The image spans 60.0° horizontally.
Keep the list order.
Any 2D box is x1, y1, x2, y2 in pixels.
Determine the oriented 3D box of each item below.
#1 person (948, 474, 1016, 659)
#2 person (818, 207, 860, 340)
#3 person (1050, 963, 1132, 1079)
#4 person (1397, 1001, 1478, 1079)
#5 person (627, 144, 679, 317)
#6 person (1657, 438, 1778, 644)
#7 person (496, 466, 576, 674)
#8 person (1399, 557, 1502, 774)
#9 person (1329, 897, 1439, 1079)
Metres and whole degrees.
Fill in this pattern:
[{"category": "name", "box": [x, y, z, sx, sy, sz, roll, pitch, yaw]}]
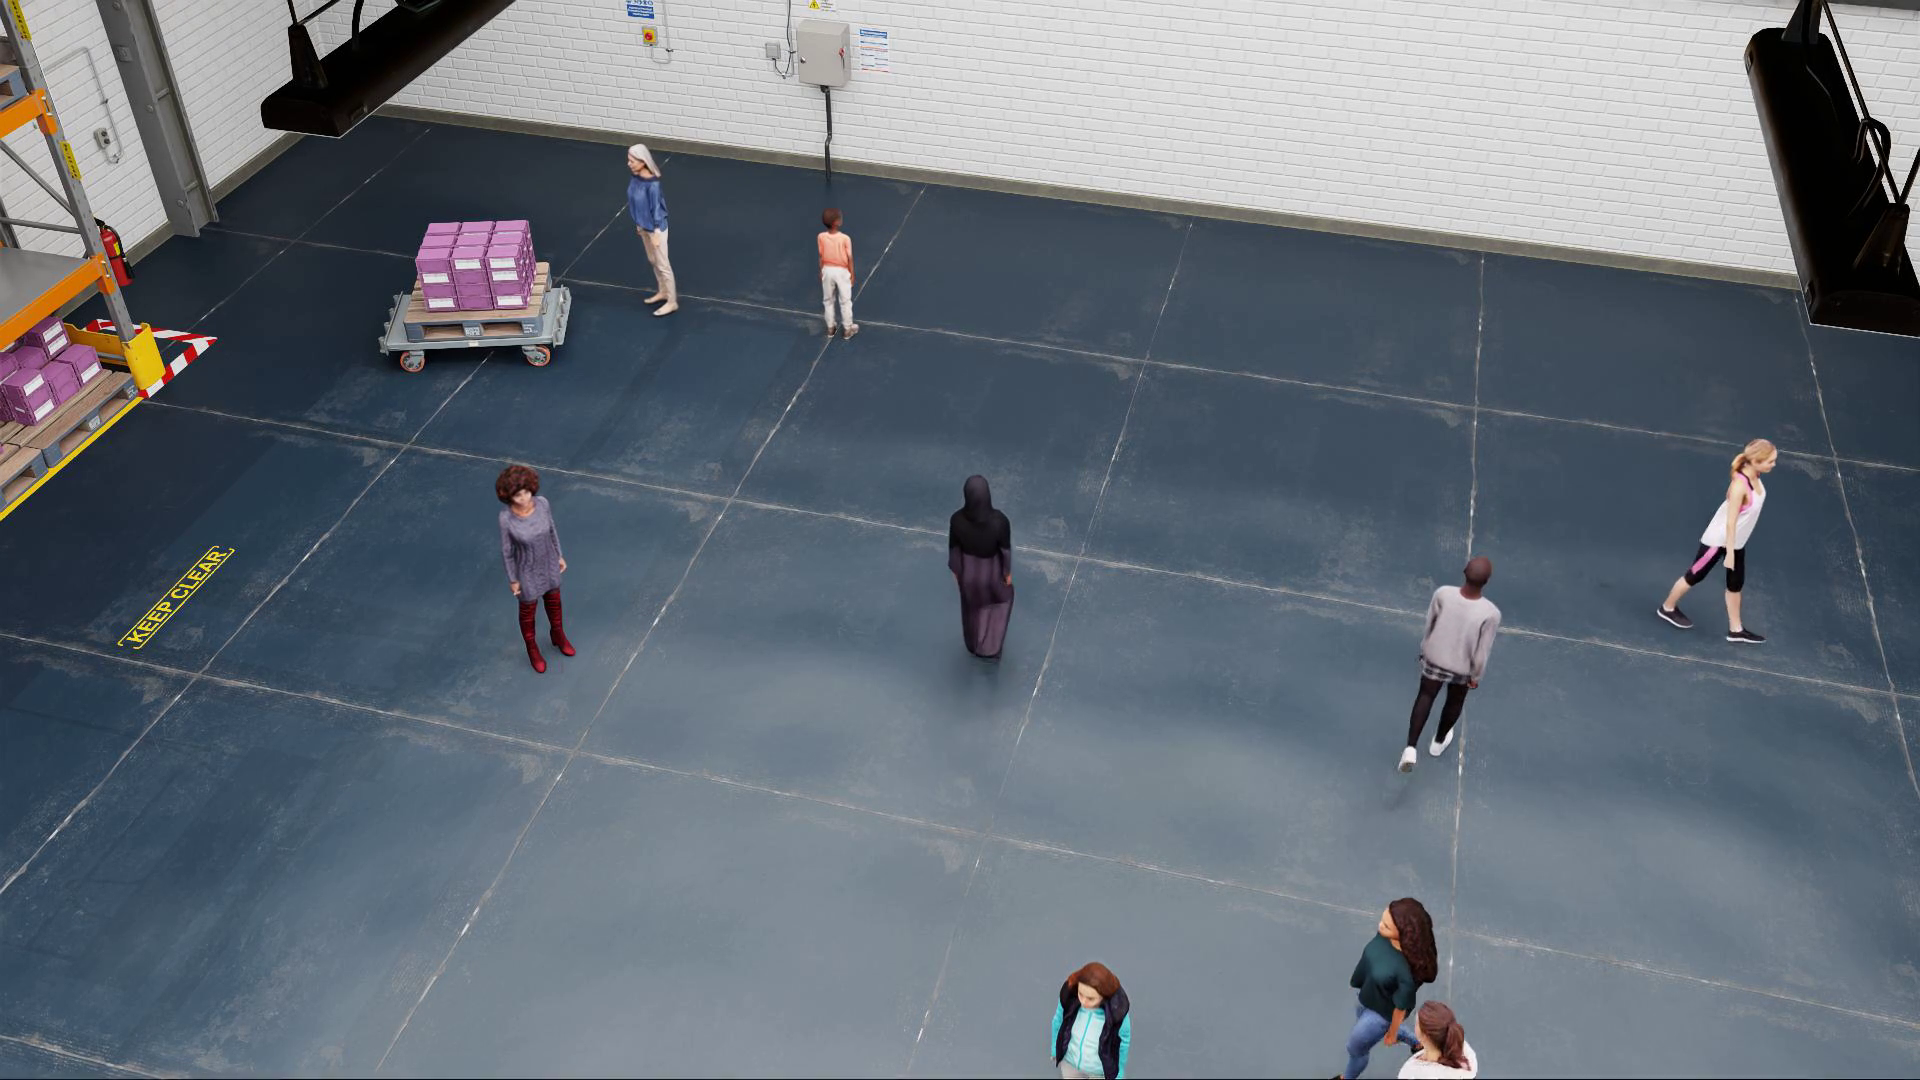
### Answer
[{"category": "person", "box": [0.139, 0.241, 11.817, 0.647, 1.607, 0.786, 7, 39, 9]}, {"category": "person", "box": [-1.149, -2.481, 15.464, 0.472, 1.309, 0.459, 9, 40, 11]}, {"category": "person", "box": [0.691, 2.721, 8.798, 0.609, 1.499, 0.613, 15, 41, 18]}, {"category": "person", "box": [2.383, 2.994, 8.322, 0.874, 1.666, 0.833, 25, 45, 28]}, {"category": "person", "box": [-2.902, -2.959, 15.750, 0.755, 1.699, 0.714, -25, 45, -28]}, {"category": "person", "box": [5.433, -0.031, 12.038, 0.979, 1.756, 1.046, 28, 46, 31]}, {"category": "person", "box": [-3.016, 0.192, 11.796, 0.624, 1.710, 0.728, -29, 47, -31]}, {"category": "person", "box": [3.193, 0.847, 10.938, 0.807, 1.757, 1.049, 22, 44, 26]}, {"category": "person", "box": [2.354, 2.501, 8.993, 0.849, 1.600, 0.949, -4, 39, -5]}]
